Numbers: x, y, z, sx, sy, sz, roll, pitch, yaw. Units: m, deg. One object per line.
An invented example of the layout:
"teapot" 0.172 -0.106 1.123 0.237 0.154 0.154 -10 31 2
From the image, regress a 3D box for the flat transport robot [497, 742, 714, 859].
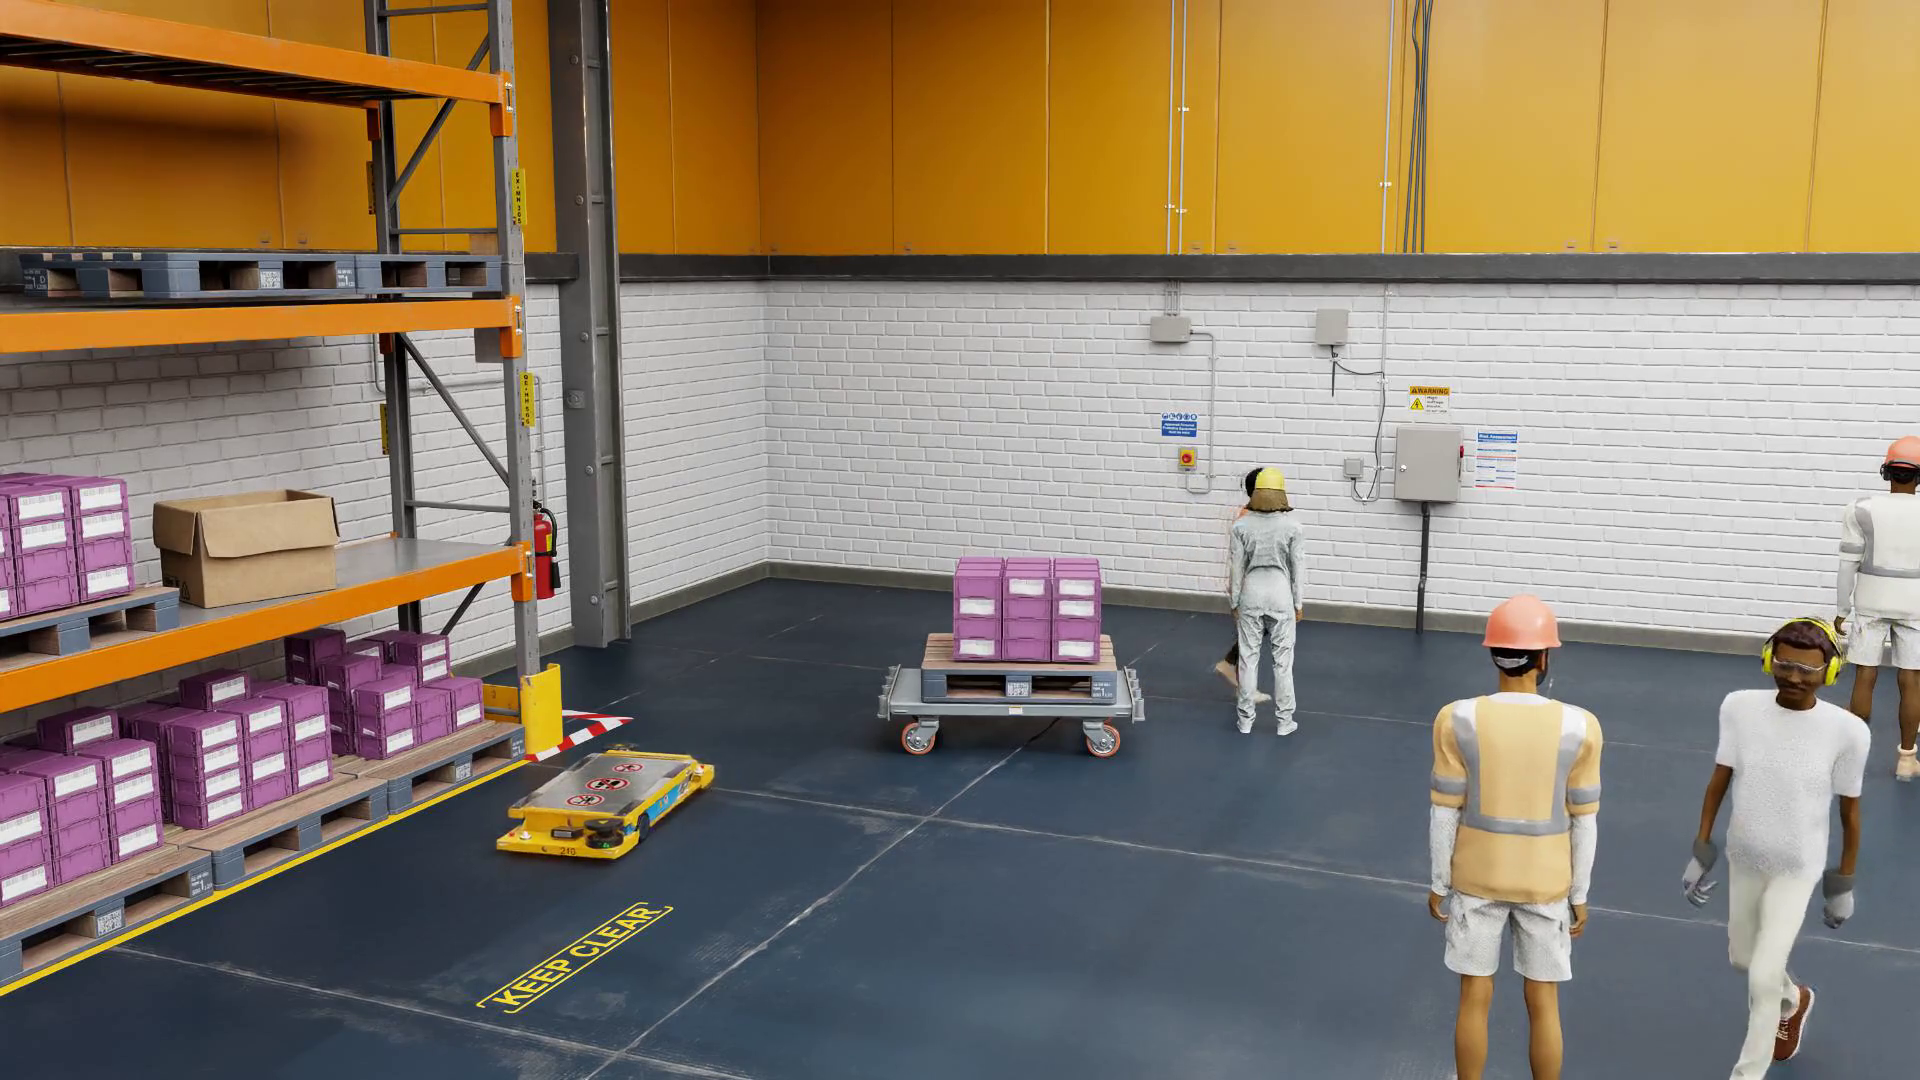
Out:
"flat transport robot" -1.906 1.405 9.122 0.652 0.197 1.431 2 10 12

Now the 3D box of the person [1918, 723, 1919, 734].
"person" 6.378 0.456 10.731 0.523 1.638 0.311 -3 10 -17

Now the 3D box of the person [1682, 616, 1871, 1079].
"person" 2.945 1.149 5.962 0.842 1.836 0.538 -8 13 -42

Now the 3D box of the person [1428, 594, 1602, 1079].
"person" 1.868 1.145 5.666 0.547 1.934 0.376 3 10 15

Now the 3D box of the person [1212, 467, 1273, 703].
"person" 2.013 0.342 11.480 0.372 1.628 0.542 2 10 11

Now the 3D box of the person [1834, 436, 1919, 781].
"person" 5.519 0.402 9.841 0.614 2.042 0.373 5 11 28

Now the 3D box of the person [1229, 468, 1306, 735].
"person" 1.991 0.400 10.789 0.484 1.734 0.308 3 10 16
